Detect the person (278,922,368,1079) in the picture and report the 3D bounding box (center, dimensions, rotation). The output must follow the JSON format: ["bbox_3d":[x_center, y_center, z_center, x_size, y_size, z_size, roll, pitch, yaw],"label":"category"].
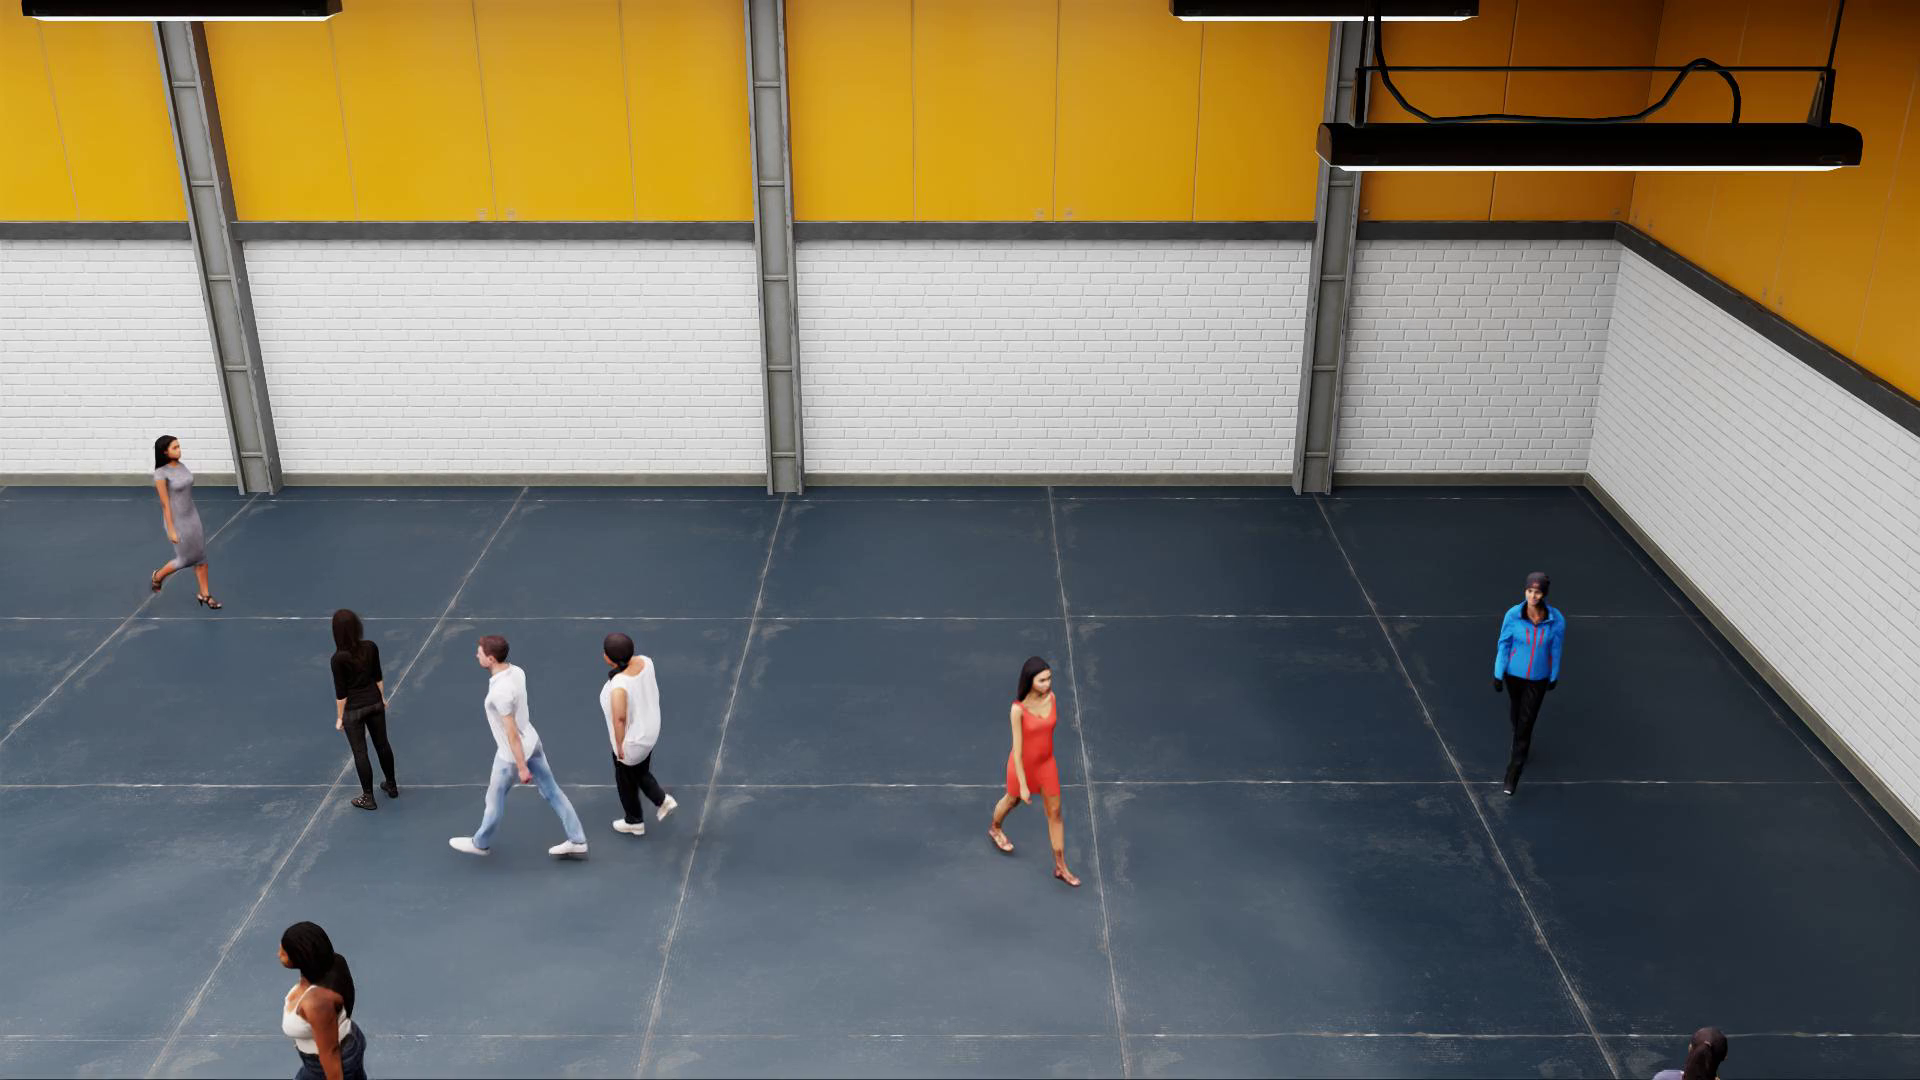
[{"bbox_3d":[-3.297,2.822,9.005,0.930,1.788,0.730,-3,24,-7],"label":"person"}]

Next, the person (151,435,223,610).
[{"bbox_3d":[-7.476,-0.138,15.809,0.973,1.762,0.736,6,24,13],"label":"person"}]

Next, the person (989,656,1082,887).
[{"bbox_3d":[0.445,1.613,11.913,1.134,1.673,1.126,-18,30,-36],"label":"person"}]

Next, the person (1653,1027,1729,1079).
[{"bbox_3d":[3.644,3.206,8.348,1.061,1.609,1.029,16,28,32],"label":"person"}]

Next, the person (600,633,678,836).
[{"bbox_3d":[-2.377,1.443,12.302,0.845,1.674,0.798,9,25,19],"label":"person"}]

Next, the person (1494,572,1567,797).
[{"bbox_3d":[4.461,1.055,13.108,1.226,1.737,1.062,12,26,25],"label":"person"}]

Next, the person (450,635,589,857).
[{"bbox_3d":[-3.069,1.544,11.931,1.234,1.786,0.703,1,24,3],"label":"person"}]

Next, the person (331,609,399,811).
[{"bbox_3d":[-4.564,1.281,12.712,0.685,1.641,0.654,17,29,34],"label":"person"}]
